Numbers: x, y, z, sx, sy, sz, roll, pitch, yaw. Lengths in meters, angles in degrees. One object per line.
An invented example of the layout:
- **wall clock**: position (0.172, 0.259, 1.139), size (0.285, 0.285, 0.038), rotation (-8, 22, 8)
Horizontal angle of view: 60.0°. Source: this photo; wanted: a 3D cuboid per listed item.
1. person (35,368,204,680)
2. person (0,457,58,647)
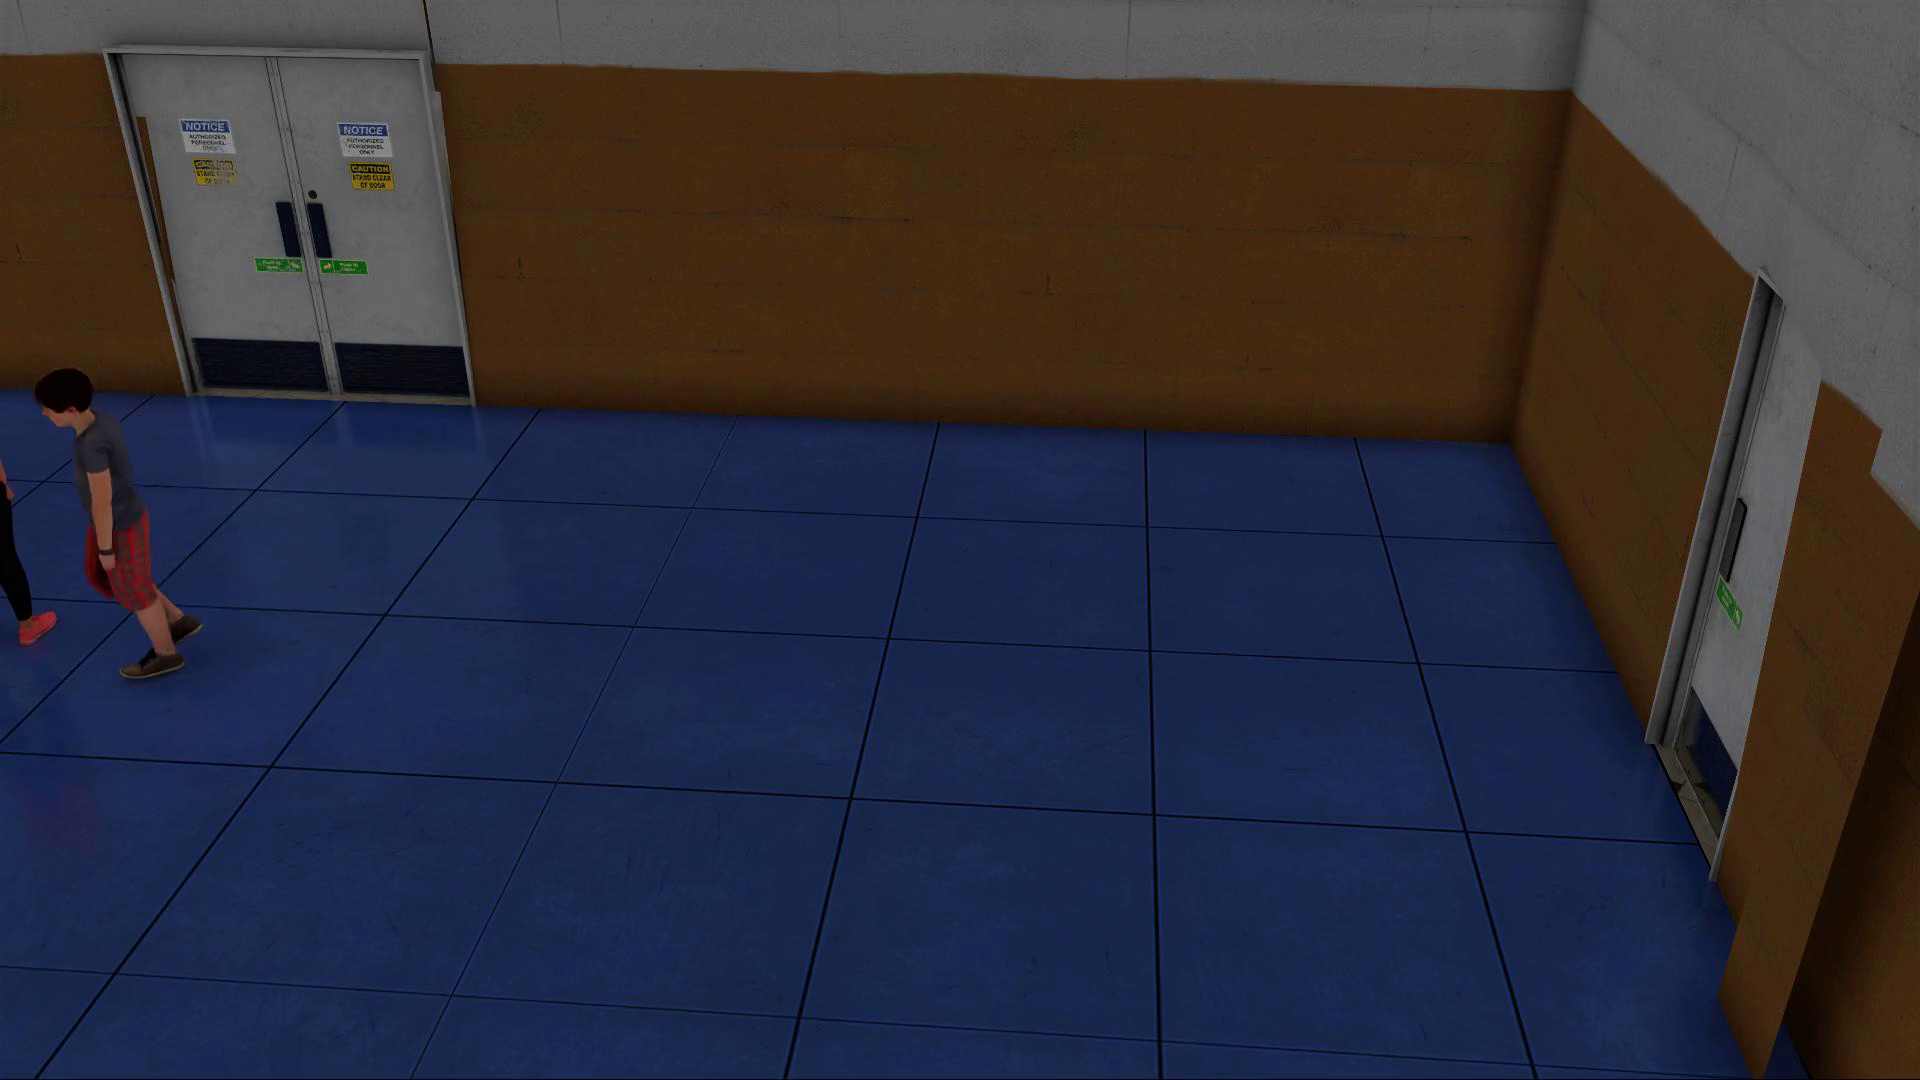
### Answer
- **person**: position (-3.867, -0.071, 7.839), size (0.808, 1.638, 0.747), rotation (-9, 30, -15)
- **person**: position (-4.879, -0.241, 8.105), size (0.636, 1.694, 0.597), rotation (-4, 29, -7)
